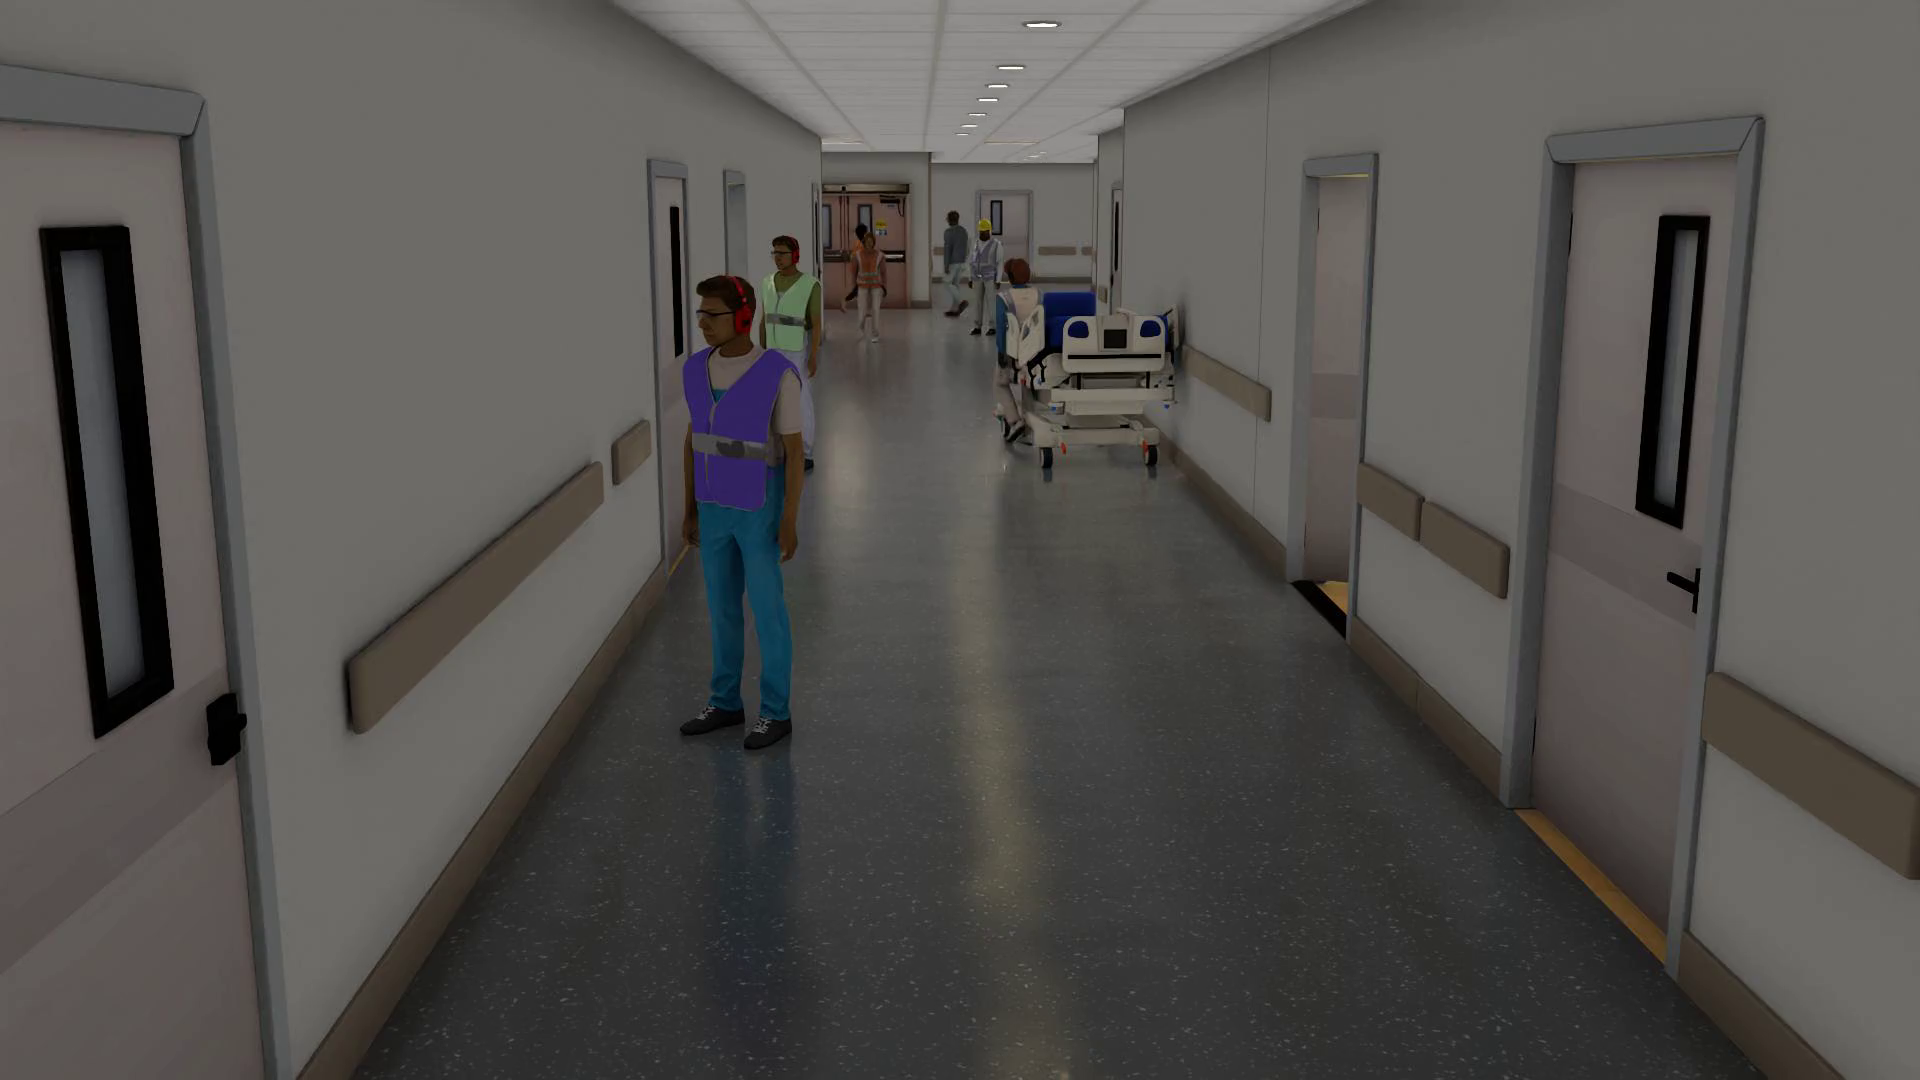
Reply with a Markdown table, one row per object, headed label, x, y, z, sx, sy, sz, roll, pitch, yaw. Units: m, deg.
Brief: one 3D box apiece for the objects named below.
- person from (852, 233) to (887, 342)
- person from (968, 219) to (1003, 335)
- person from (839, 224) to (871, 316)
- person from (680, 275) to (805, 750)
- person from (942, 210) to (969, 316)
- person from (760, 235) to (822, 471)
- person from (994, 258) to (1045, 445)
| label | x | y | z | sx | sy | sz | roll | pitch | yaw |
| --- | --- | --- | --- | --- | --- | --- | --- | --- | --- |
| person | -1.351 | -3.768 | 24.864 | 0.530 | 1.625 | 0.405 | -1 | 12 | -5 |
| person | 0.389 | -4.130 | 26.165 | 0.590 | 1.824 | 0.403 | 6 | 13 | 27 |
| person | -1.870 | -4.887 | 30.200 | 0.610 | 1.683 | 0.538 | -1 | 12 | -7 |
| person | -0.851 | -0.112 | 6.526 | 0.573 | 1.841 | 0.374 | 8 | 14 | 33 |
| person | -0.069 | -5.014 | 30.212 | 0.579 | 1.923 | 0.641 | 9 | 15 | 38 |
| person | -1.337 | -1.470 | 13.140 | 0.564 | 1.846 | 0.390 | 7 | 13 | 29 |
| person | 0.513 | -1.632 | 14.483 | 0.519 | 1.625 | 0.359 | -6 | 13 | -27 |
